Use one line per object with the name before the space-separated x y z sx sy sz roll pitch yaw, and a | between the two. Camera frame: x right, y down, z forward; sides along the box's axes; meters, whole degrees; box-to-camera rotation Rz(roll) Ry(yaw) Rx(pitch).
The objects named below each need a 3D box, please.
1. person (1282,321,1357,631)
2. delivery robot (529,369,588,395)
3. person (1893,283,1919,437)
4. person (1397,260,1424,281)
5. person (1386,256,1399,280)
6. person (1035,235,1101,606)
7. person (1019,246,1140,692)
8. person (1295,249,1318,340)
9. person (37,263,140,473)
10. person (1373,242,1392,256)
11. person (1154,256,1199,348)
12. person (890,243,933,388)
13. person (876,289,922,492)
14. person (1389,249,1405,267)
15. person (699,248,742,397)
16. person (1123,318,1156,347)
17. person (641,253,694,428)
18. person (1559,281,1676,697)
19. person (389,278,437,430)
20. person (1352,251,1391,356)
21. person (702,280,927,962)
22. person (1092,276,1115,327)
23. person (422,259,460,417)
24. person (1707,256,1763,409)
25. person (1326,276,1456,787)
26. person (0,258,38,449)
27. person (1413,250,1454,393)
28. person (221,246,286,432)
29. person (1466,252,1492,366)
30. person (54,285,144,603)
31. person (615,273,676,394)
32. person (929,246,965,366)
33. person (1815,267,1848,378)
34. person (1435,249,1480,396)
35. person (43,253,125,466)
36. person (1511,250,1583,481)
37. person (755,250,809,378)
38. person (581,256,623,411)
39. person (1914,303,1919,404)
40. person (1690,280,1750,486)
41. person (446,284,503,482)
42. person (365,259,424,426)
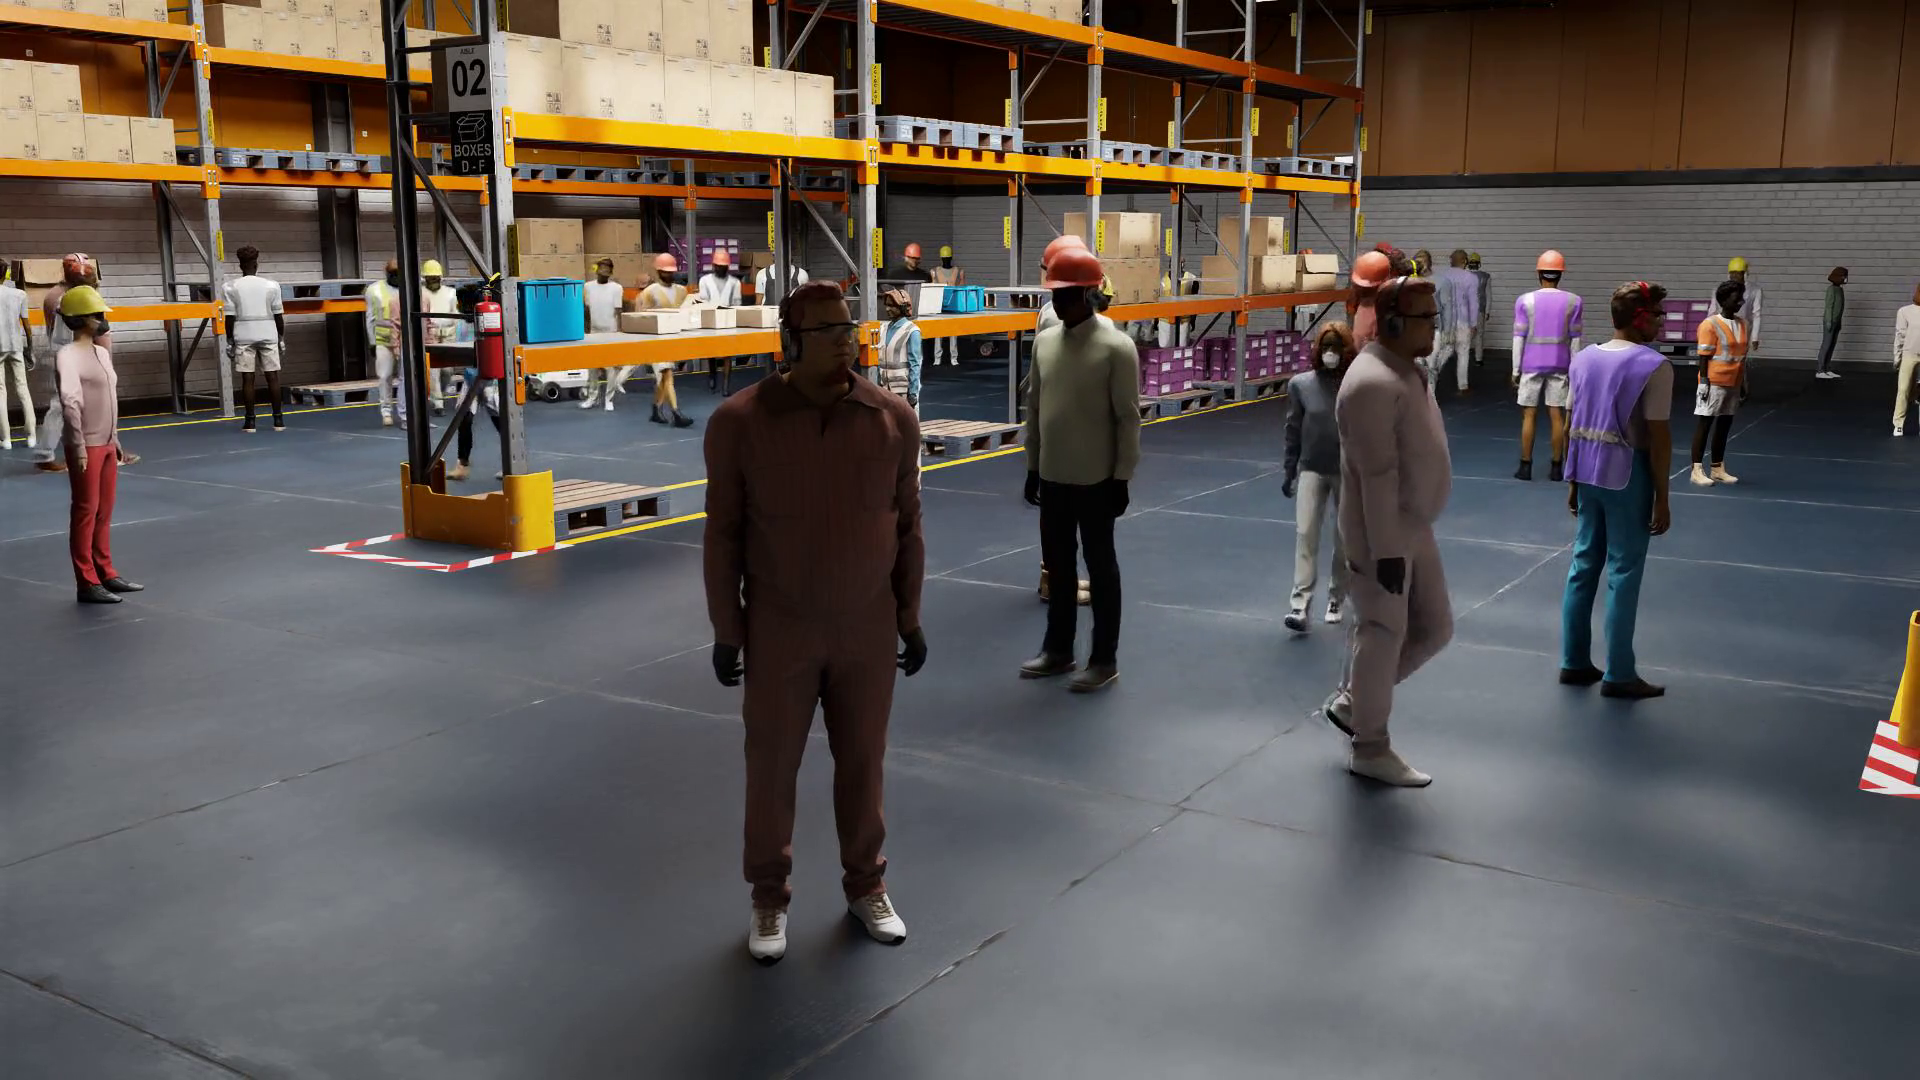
person | 1.898 -0.313 8.564 0.523 1.592 0.801 4 11 20
delivery robot | -5.046 -2.064 20.927 0.707 0.478 0.477 -9 13 -41
person | 9.880 -1.863 17.114 0.492 1.625 0.282 5 11 26
person | 3.966 -1.548 14.742 0.701 1.844 0.539 -4 11 -19
person | 3.910 -1.688 15.452 0.472 1.878 0.725 6 12 32
person | 0.593 -0.664 9.292 0.366 2.048 0.607 1 10 3
person | 0.517 -0.315 7.507 0.401 1.990 0.622 -10 14 -43
person | 5.379 -3.582 25.907 0.355 1.887 0.573 -3 11 -19
person | -7.758 -1.504 14.612 0.828 1.832 0.600 -5 12 -28
person | 6.479 -3.696 26.236 0.877 2.006 0.628 -2 10 -10
person | 2.992 -3.062 23.145 0.627 1.847 0.429 3 11 14
person | -0.669 -3.083 22.890 0.635 1.974 0.480 -2 10 -9
person | -0.482 -1.187 13.345 0.313 1.633 0.511 -7 13 -36
person | 5.758 -2.900 22.078 0.651 1.904 0.404 4 11 19
person | -3.111 -2.814 21.568 0.579 1.915 0.554 -2 10 -10
person | 2.531 -3.145 23.395 0.554 1.913 0.649 5 11 24
person | -3.181 -2.176 18.144 0.545 1.888 0.976 -9 14 -42
person | 2.913 -0.224 7.420 0.374 1.840 0.569 -4 11 -23
person | -5.841 -2.059 17.800 0.324 1.767 0.533 7 12 33
person | 2.922 -1.073 11.872 0.391 1.951 0.769 1 10 4
person | -0.396 0.228 4.724 0.651 1.913 0.409 -4 11 -19
person | 1.056 -1.189 13.027 0.378 1.751 0.555 -6 12 -29
person | -6.090 -2.347 19.299 0.601 1.807 0.711 -6 12 -32
person | 9.278 -2.481 19.979 0.601 1.836 0.403 9 14 41
person | 1.610 -0.021 6.157 0.430 1.892 0.652 6 12 31
person | -9.279 -1.812 16.150 0.532 1.868 0.310 -10 14 -43
person | 5.481 -2.438 19.533 0.699 1.901 0.694 7 12 34
person | -7.444 -2.113 17.567 0.600 1.958 0.379 -6 12 -28
person | 8.244 -3.707 26.761 0.587 1.828 0.403 4 11 19
person | -4.862 -0.535 9.348 0.299 1.772 0.533 -1 10 -5
person | -4.214 -2.716 21.939 0.847 1.599 0.498 -4 11 -21
person | -0.211 -3.775 26.863 0.595 1.925 0.371 -1 10 -4
person | 12.829 -3.186 24.435 0.280 1.627 0.501 10 14 43
person | 6.380 -2.809 21.569 0.614 1.912 0.678 -9 14 -42
person | -7.788 -1.592 14.821 0.651 1.907 0.409 4 11 21
person | 4.927 -1.461 14.015 0.551 1.935 0.372 2 10 11
person | -2.226 -2.759 20.916 0.689 2.000 0.539 -1 10 -6
person | -4.218 -2.434 19.697 0.555 1.830 0.464 2 10 9
person | 11.887 -2.569 20.314 0.676 1.884 0.625 -5 12 -28
person | 6.297 -1.293 13.743 0.541 1.696 0.316 -5 11 -26
person | -4.007 -1.299 13.849 0.551 1.649 0.818 7 12 35
person | -6.111 -2.141 18.108 0.647 1.822 0.432 -5 11 -26
